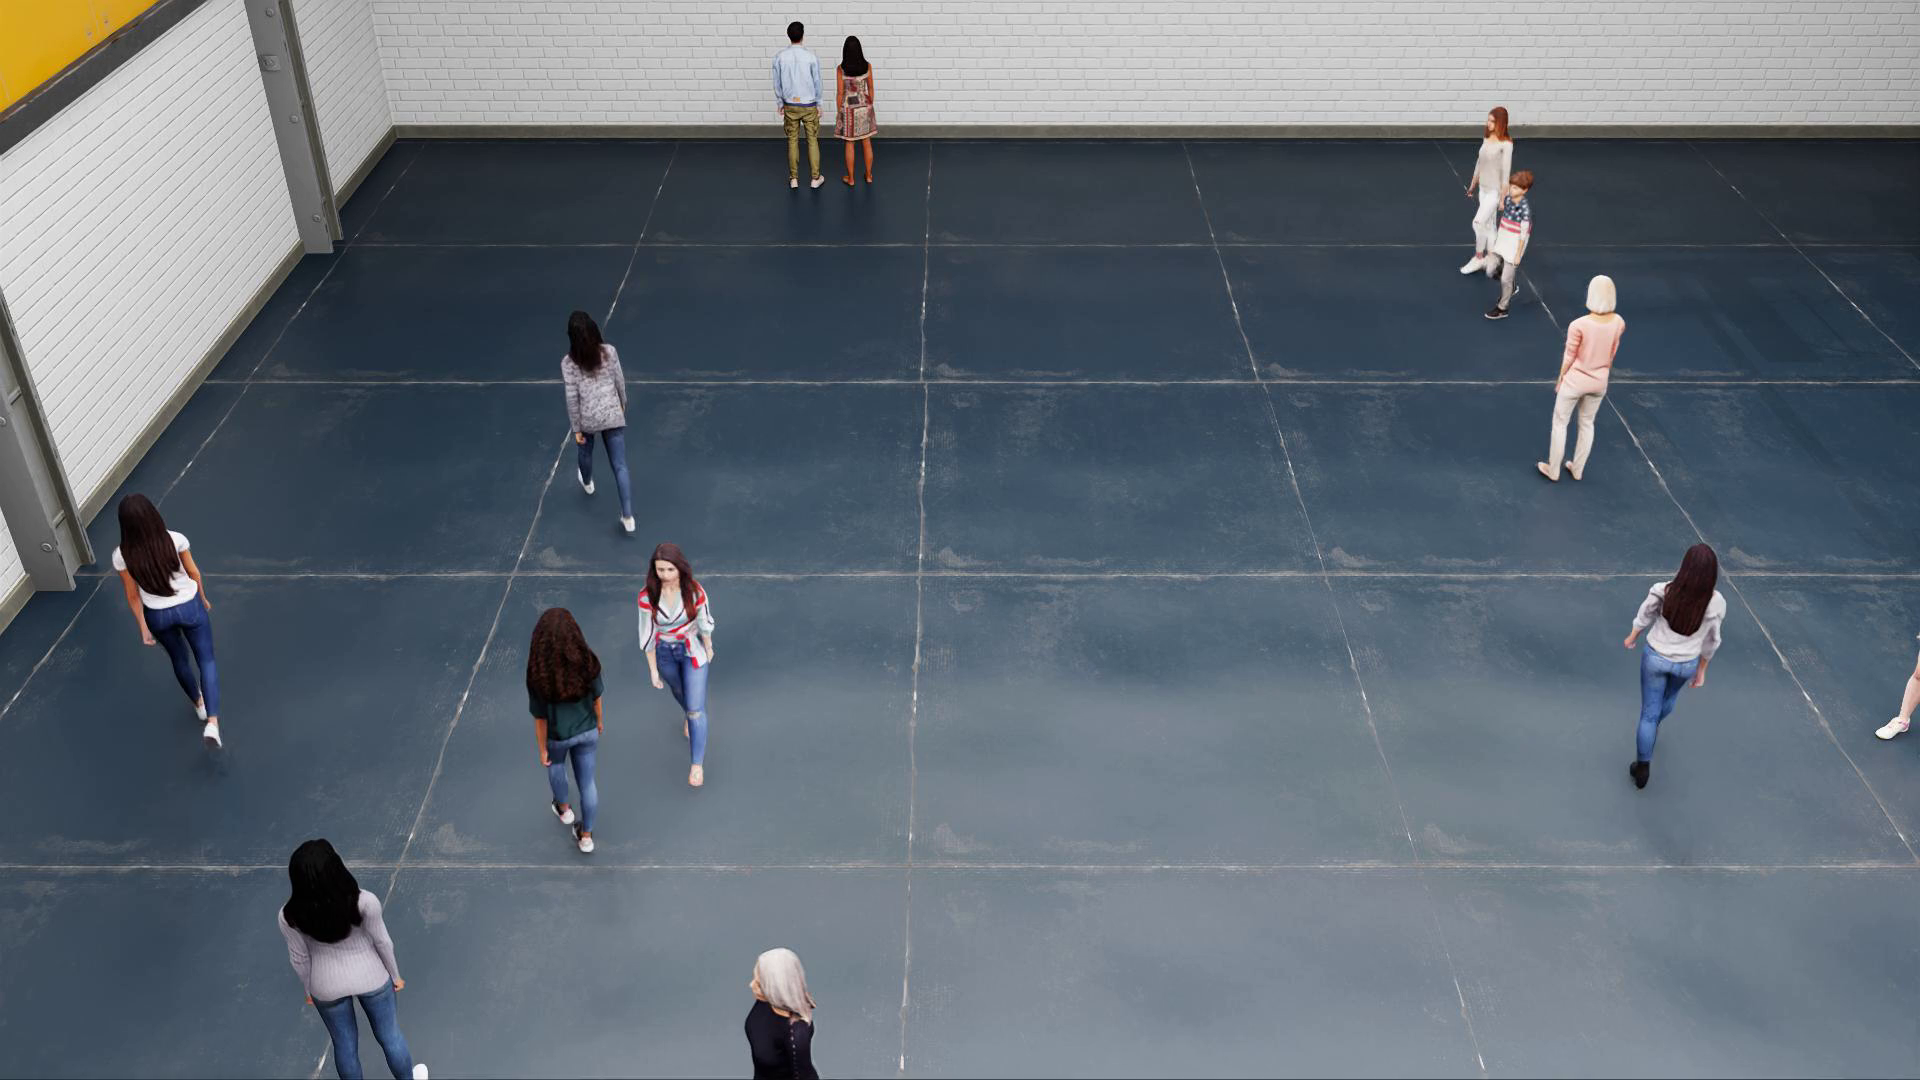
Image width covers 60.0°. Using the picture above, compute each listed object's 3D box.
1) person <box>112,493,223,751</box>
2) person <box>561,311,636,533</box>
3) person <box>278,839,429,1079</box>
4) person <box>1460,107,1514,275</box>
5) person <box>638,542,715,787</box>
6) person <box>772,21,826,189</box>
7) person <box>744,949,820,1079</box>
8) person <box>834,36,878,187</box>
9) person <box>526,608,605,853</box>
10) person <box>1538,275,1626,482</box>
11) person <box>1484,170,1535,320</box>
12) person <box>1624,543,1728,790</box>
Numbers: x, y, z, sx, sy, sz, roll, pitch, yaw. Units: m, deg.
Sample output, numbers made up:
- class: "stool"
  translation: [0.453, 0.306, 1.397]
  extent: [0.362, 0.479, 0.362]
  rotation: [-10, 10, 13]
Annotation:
- class: "person"
  translation: [-4.836, 0.531, 10.279]
  extent: [0.834, 1.747, 1.104]
  rotation: [-13, 36, -18]
- class: "person"
  translation: [-2.664, -0.853, 12.422]
  extent: [0.948, 1.678, 1.272]
  rotation: [-13, 36, -19]
- class: "person"
  translation: [-2.905, 2.108, 7.918]
  extent: [0.650, 1.734, 0.601]
  rotation: [-8, 34, -11]
- class: "person"
  translation: [5.288, -3.432, 16.299]
  extent: [0.785, 1.682, 0.669]
  rotation: [-8, 34, -12]
- class: "person"
  translation: [-1.735, 0.654, 10.258]
  extent: [0.581, 1.565, 1.022]
  rotation: [-1, 34, -1]
- class: "person"
  translation: [-1.745, -4.745, 18.157]
  extent: [0.684, 1.811, 0.569]
  rotation: [2, 34, 3]
- class: "person"
  translation: [-0.774, 2.451, 7.390]
  extent: [0.754, 1.746, 0.645]
  rotation: [-15, 36, -21]
- class: "person"
  translation: [-1.148, -4.721, 18.272]
  extent: [0.718, 1.645, 0.672]
  rotation: [-13, 36, -18]
- class: "person"
  translation: [-2.201, 1.138, 9.498]
  extent: [0.753, 1.600, 0.850]
  rotation: [-15, 37, -22]
- class: "person"
  translation: [4.877, -1.245, 12.971]
  extent: [0.622, 1.724, 0.566]
  rotation: [-5, 34, -8]
- class: "person"
  translation: [5.188, -2.764, 15.523]
  extent: [0.719, 1.429, 0.691]
  rotation: [-14, 36, -20]
- class: "person"
  translation: [4.282, 0.799, 10.012]
  extent: [0.743, 1.596, 1.006]
  rotation: [6, 34, 8]
